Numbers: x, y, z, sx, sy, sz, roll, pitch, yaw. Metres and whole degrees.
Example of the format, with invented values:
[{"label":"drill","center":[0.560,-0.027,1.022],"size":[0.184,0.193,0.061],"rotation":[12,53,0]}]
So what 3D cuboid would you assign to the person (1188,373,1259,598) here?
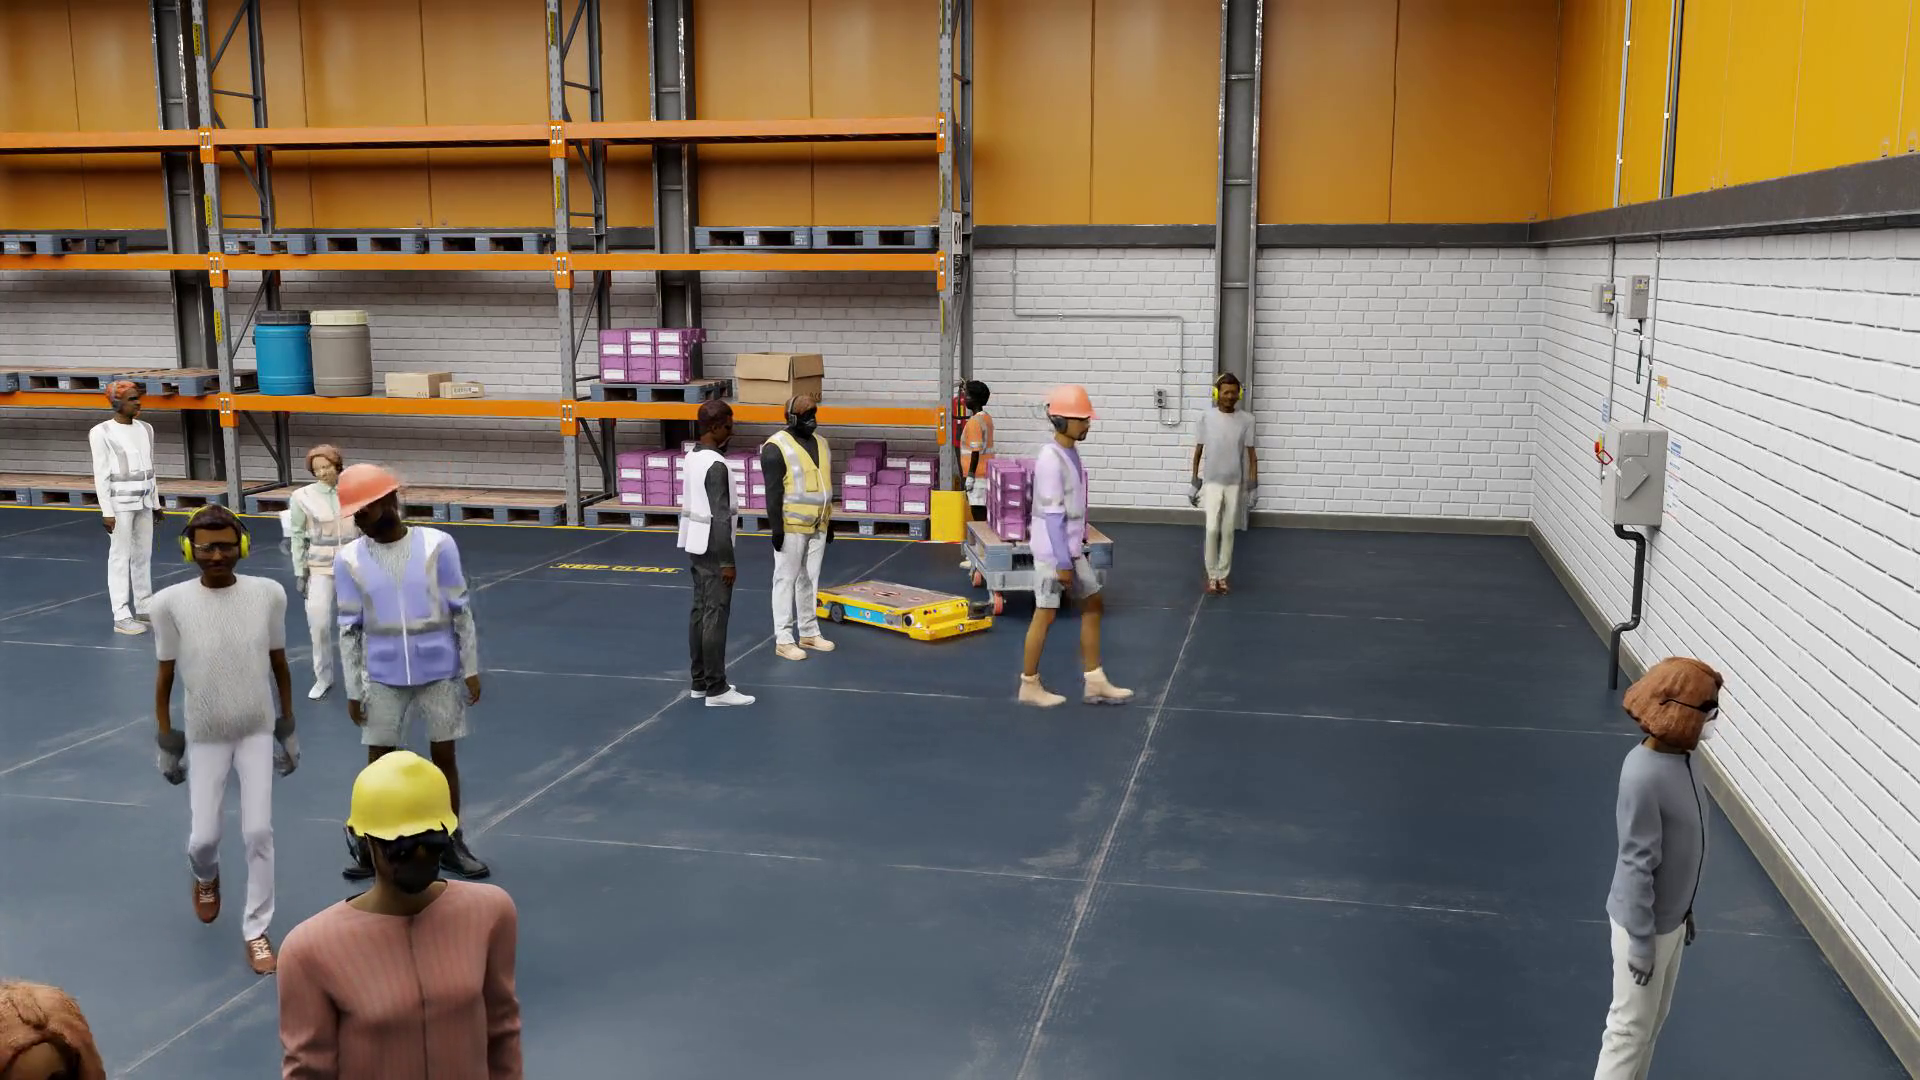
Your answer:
[{"label":"person","center":[2.181,-0.440,13.664],"size":[0.565,1.850,0.603],"rotation":[0,10,0]}]

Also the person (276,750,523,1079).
[{"label":"person","center":[-1.166,1.309,3.563],"size":[0.522,1.771,0.307],"rotation":[-8,13,-40]}]

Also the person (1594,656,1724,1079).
[{"label":"person","center":[2.076,1.142,4.950],"size":[0.289,1.632,0.497],"rotation":[7,12,36]}]

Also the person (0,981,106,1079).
[{"label":"person","center":[-1.674,1.488,2.977],"size":[0.533,1.606,0.664],"rotation":[-6,11,-32]}]

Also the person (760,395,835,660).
[{"label":"person","center":[-1.105,-0.098,11.676],"size":[0.429,1.845,0.621],"rotation":[7,12,34]}]

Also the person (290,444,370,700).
[{"label":"person","center":[-3.937,0.206,10.522],"size":[0.561,1.626,0.319],"rotation":[-6,11,-33]}]

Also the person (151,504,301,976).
[{"label":"person","center":[-2.901,0.757,6.603],"size":[0.515,1.854,0.635],"rotation":[-6,11,-31]}]

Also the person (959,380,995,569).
[{"label":"person","center":[0.158,-0.590,15.015],"size":[0.317,1.696,0.538],"rotation":[2,10,12]}]

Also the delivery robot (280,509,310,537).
[{"label":"delivery robot","center":[-6.021,-0.180,15.688],"size":[0.707,0.478,0.477],"rotation":[2,10,10]}]

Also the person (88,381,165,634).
[{"label":"person","center":[-6.199,-0.248,12.438],"size":[0.356,1.884,0.574],"rotation":[2,10,14]}]

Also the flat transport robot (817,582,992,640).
[{"label":"flat transport robot","center":[-0.493,0.515,12.684],"size":[1.431,0.197,0.652],"rotation":[9,13,44]}]

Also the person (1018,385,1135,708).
[{"label":"person","center":[0.734,0.066,10.201],"size":[0.855,2.010,0.639],"rotation":[3,10,19]}]

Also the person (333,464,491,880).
[{"label":"person","center":[-2.433,0.603,7.387],"size":[0.664,1.897,0.375],"rotation":[-2,10,-11]}]

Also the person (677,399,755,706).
[{"label":"person","center":[-1.553,0.081,10.401],"size":[0.392,1.916,0.591],"rotation":[-5,11,-26]}]
